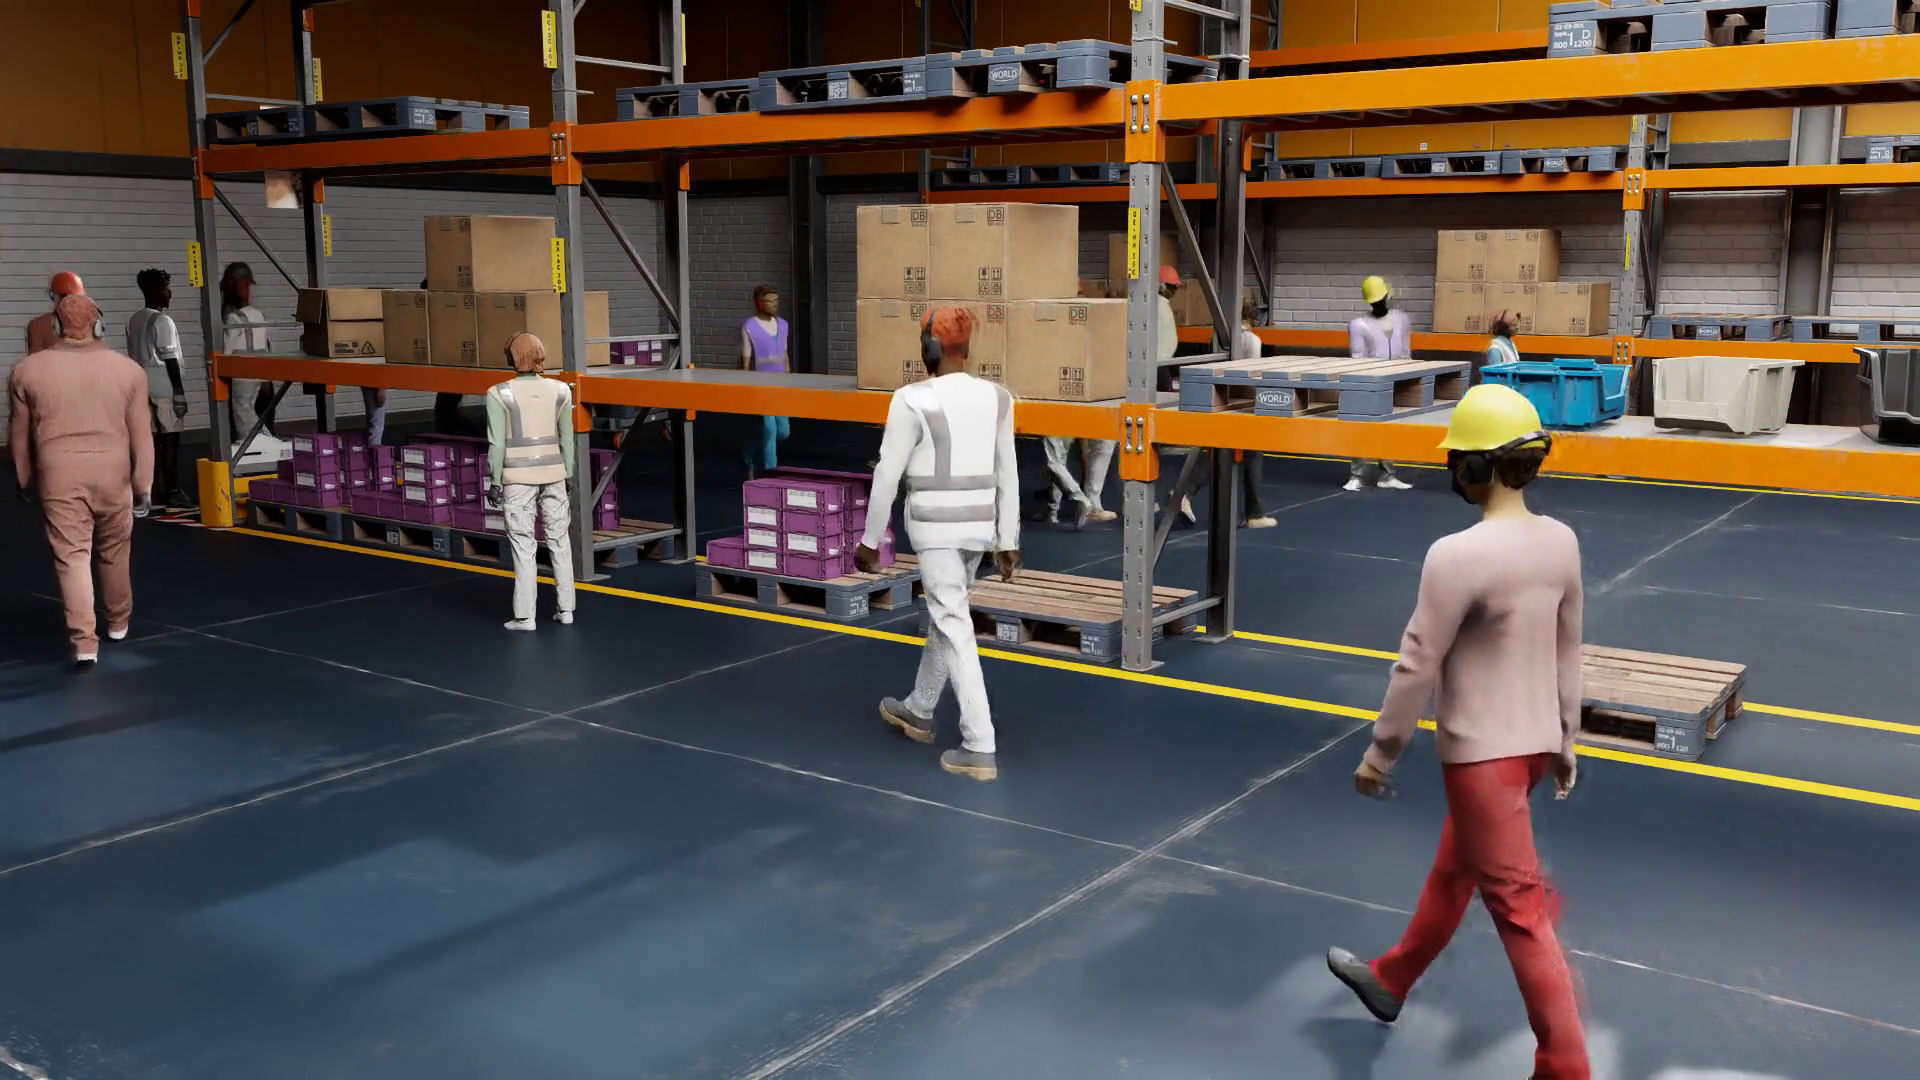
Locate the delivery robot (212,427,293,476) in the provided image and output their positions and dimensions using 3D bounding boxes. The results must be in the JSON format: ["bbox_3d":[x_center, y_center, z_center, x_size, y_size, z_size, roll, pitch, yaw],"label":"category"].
[{"bbox_3d":[-6.191,-0.753,14.663,0.707,0.478,0.477,-9,13,-42],"label":"delivery robot"}]

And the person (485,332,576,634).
[{"bbox_3d":[-2.335,-0.311,9.079,0.517,1.639,0.314,-8,13,-40],"label":"person"}]

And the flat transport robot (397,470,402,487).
[{"bbox_3d":[-4.481,-0.481,14.163,1.431,0.197,0.652,-3,10,-20],"label":"flat transport robot"}]

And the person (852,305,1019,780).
[{"bbox_3d":[-0.113,-0.013,6.706,0.594,1.842,0.951,-8,13,-41],"label":"person"}]

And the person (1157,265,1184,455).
[{"bbox_3d":[2.117,-1.879,17.428,0.416,1.991,0.628,2,10,14],"label":"person"}]

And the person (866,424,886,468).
[{"bbox_3d":[-0.718,-1.690,16.237,0.392,1.995,0.612,6,11,32],"label":"person"}]

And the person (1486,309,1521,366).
[{"bbox_3d":[4.594,-1.149,14.121,0.393,1.621,0.531,6,11,31],"label":"person"}]

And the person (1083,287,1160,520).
[{"bbox_3d":[1.292,-1.048,12.968,0.800,1.810,0.630,-1,10,-5],"label":"person"}]

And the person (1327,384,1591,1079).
[{"bbox_3d":[1.224,0.489,4.050,0.538,1.720,0.891,-8,12,-38],"label":"person"}]

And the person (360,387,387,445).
[{"bbox_3d":[-5.173,-1.334,14.800,0.328,1.769,0.526,-4,10,-20],"label":"person"}]

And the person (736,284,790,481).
[{"bbox_3d":[-1.719,-1.311,14.473,0.613,1.829,0.594,6,11,32],"label":"person"}]

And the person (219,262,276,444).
[{"bbox_3d":[-6.997,-1.725,16.314,0.716,2.000,0.662,5,11,26],"label":"person"}]

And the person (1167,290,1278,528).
[{"bbox_3d":[1.995,-0.966,12.512,0.809,1.815,0.509,-4,10,-22],"label":"person"}]

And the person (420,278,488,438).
[{"bbox_3d":[-4.728,-1.542,15.705,0.715,1.879,0.620,-6,11,-31],"label":"person"}]

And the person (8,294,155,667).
[{"bbox_3d":[-4.455,-0.315,8.469,0.638,1.858,0.999,-6,11,-31],"label":"person"}]

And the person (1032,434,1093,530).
[{"bbox_3d":[0.776,-0.938,12.627,0.495,1.709,0.741,-8,12,-40],"label":"person"}]

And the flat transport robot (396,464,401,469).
[{"bbox_3d":[-5.479,-0.612,14.946,0.652,0.197,1.431,-8,12,-38],"label":"flat transport robot"}]

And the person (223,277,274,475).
[{"bbox_3d":[-6.756,-1.534,15.671,0.471,1.868,0.595,1,10,3],"label":"person"}]

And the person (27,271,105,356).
[{"bbox_3d":[-7.236,-1.210,13.560,1.056,1.944,0.624,6,11,31],"label":"person"}]

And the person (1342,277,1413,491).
[{"bbox_3d":[3.720,-1.357,14.609,0.696,1.884,0.392,-3,10,-18],"label":"person"}]

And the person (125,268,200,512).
[{"bbox_3d":[-6.451,-1.205,13.434,0.605,1.966,0.367,7,12,35],"label":"person"}]

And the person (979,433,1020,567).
[{"bbox_3d":[0.177,-0.780,11.104,0.433,1.917,0.635,5,11,29],"label":"person"}]

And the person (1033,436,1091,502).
[{"bbox_3d":[0.860,-1.244,13.830,0.655,1.906,0.553,-9,13,-43],"label":"person"}]
